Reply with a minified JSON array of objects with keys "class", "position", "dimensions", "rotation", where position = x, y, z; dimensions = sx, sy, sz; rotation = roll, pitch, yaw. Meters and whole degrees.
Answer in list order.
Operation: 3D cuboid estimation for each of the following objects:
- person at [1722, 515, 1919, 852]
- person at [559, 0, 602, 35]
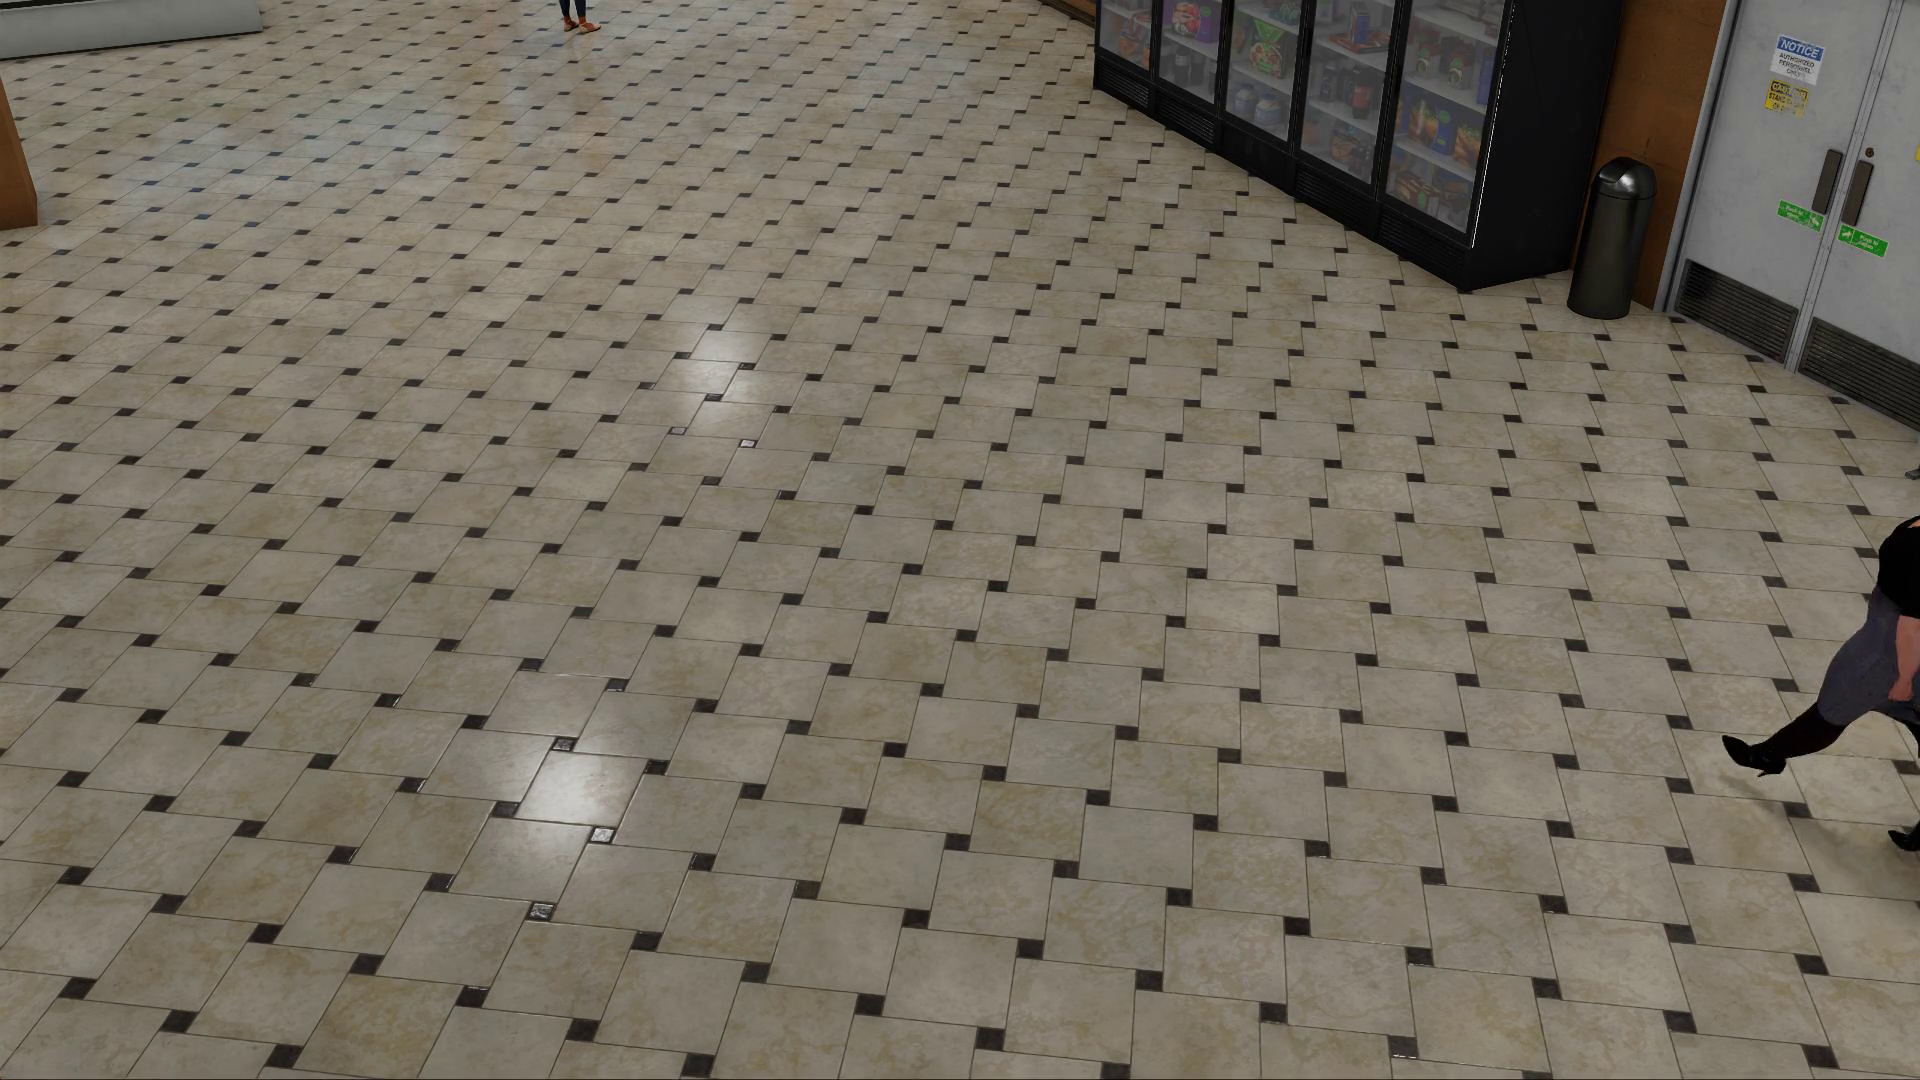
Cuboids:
[{"class":"person","position":[3.562,0.463,6.028],"dimensions":[1.104,1.714,0.875],"rotation":[-21,38,-30]},{"class":"person","position":[-3.809,-5.840,16.087],"dimensions":[0.671,1.789,0.703],"rotation":[16,35,24]}]
